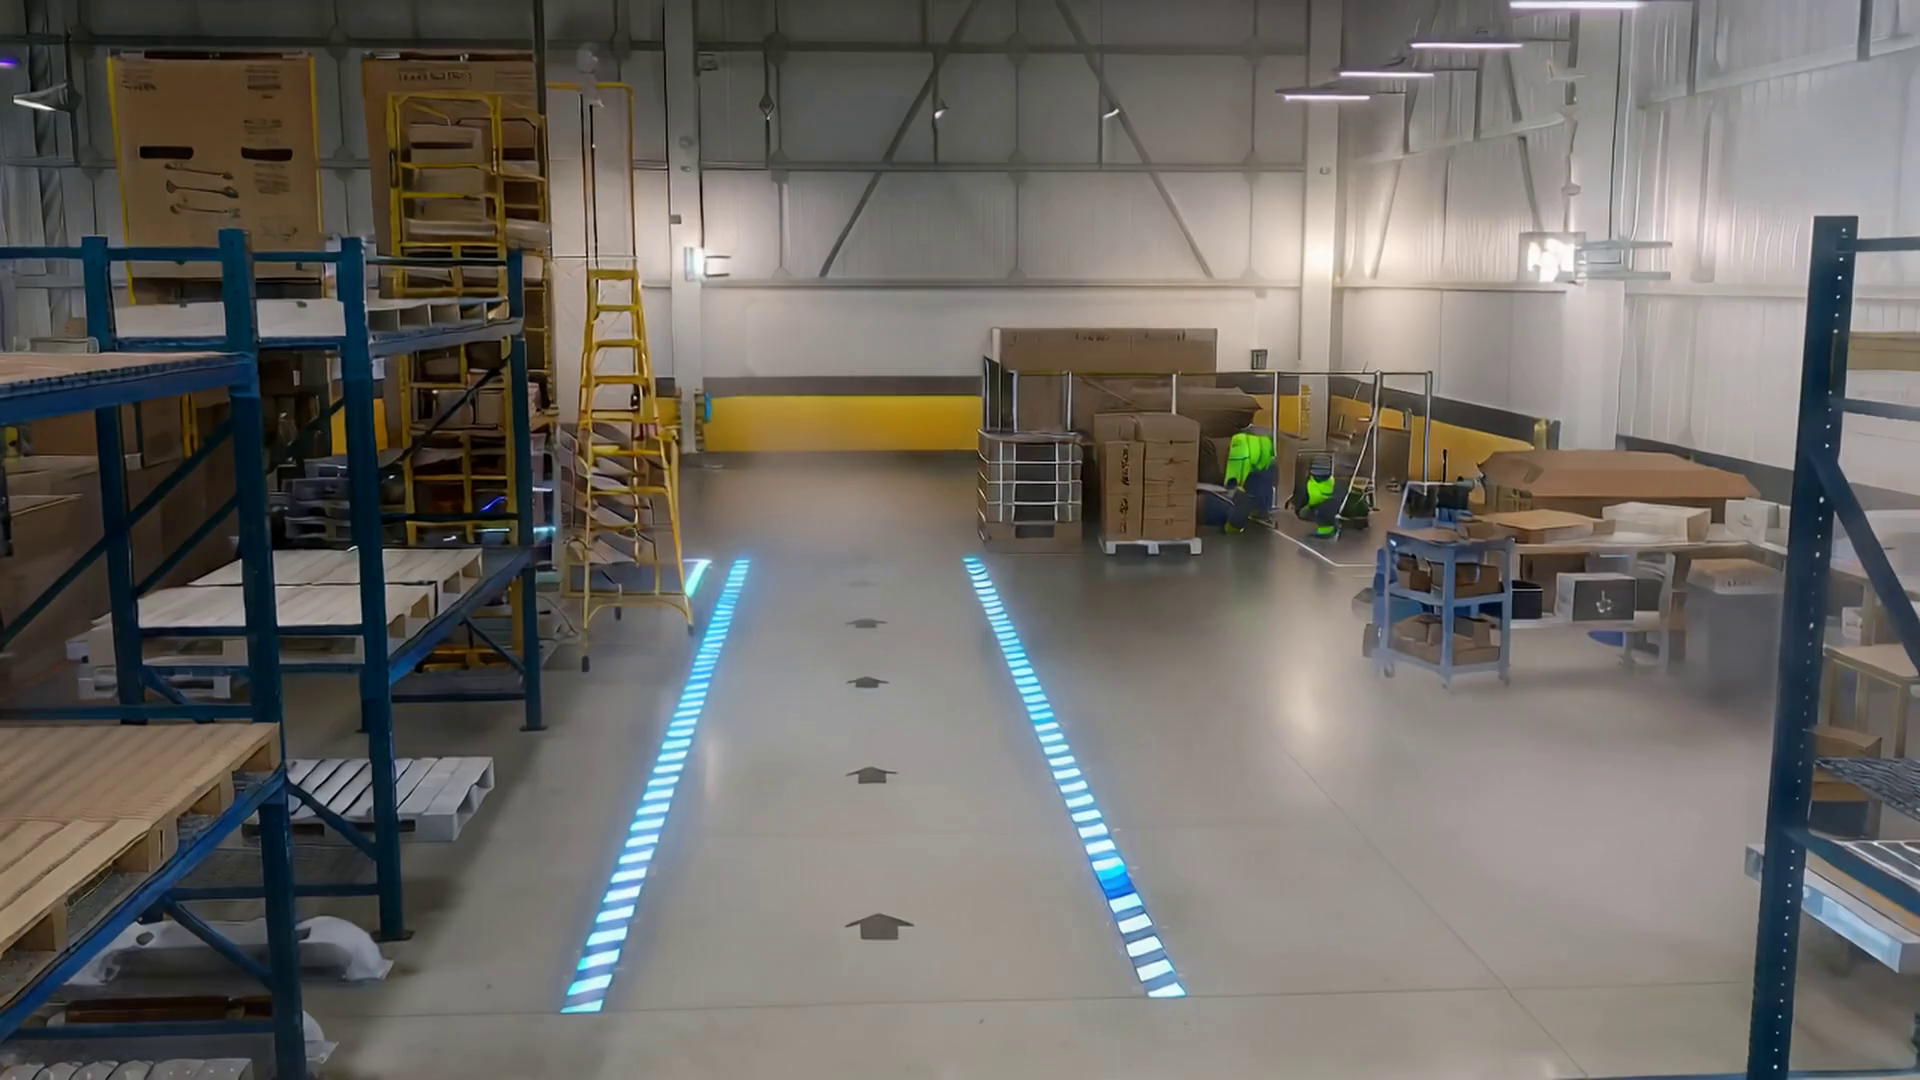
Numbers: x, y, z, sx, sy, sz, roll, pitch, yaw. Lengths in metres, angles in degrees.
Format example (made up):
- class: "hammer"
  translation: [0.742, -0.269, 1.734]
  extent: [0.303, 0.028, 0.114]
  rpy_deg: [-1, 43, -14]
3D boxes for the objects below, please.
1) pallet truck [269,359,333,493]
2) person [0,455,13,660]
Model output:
- class: "pallet truck"
  translation: [-7.062, -1.131, 18.996]
  extent: [1.885, 1.965, 0.823]
  rpy_deg: [2, 9, 13]
- class: "person"
  translation: [-7.361, -0.017, 12.357]
  extent: [0.574, 1.885, 0.356]
  rpy_deg: [-9, 12, -43]
